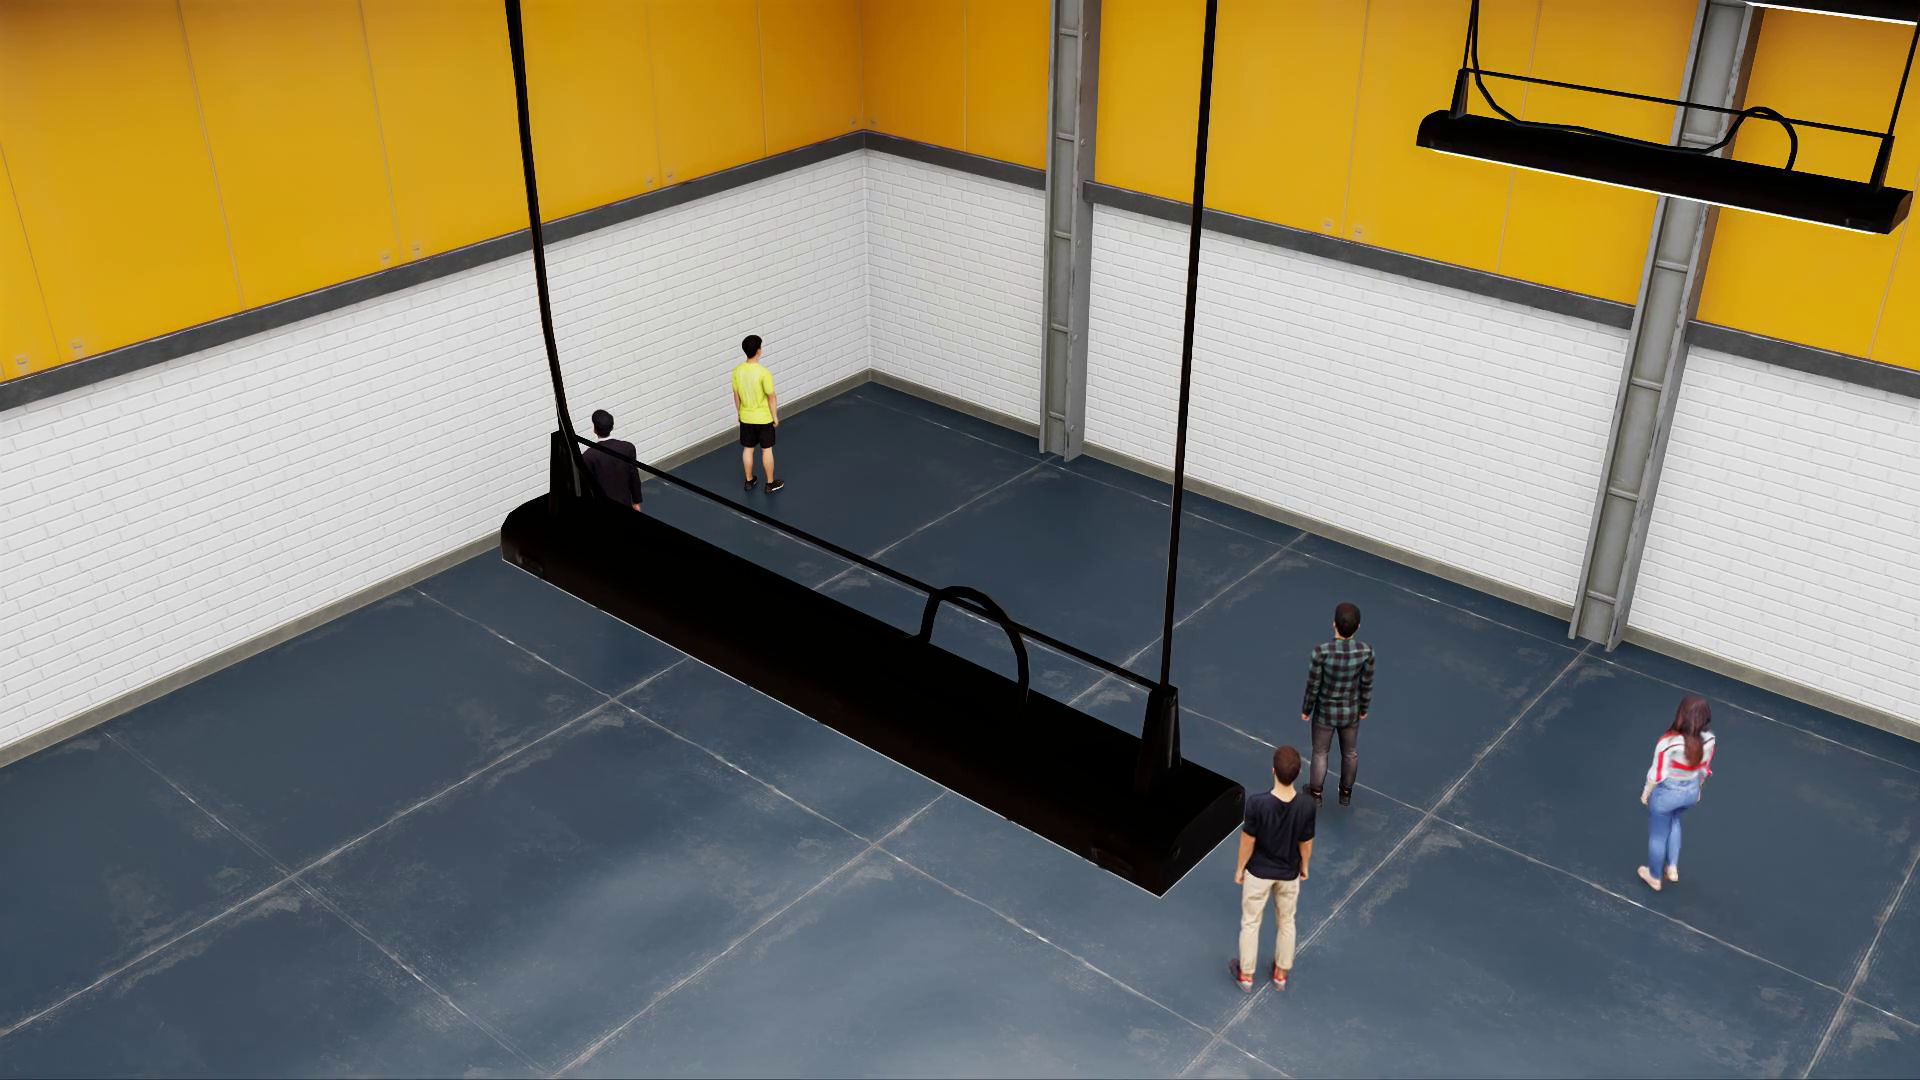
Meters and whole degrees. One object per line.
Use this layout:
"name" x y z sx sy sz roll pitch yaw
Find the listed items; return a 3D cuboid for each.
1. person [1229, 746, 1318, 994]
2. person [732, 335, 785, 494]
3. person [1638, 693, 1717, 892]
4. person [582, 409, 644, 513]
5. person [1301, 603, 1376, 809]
"person" 2.020 2.134 10.699 0.693 1.854 0.757 -2 29 -4
"person" -2.098 -1.299 17.145 0.603 1.709 0.750 9 30 16
"person" 5.019 1.803 11.563 0.726 1.609 0.769 -6 29 -10
"person" -3.172 -0.316 15.161 0.750 1.883 0.638 -19 34 -31
"person" 2.785 1.211 12.238 0.723 1.715 0.775 -1 29 -2
